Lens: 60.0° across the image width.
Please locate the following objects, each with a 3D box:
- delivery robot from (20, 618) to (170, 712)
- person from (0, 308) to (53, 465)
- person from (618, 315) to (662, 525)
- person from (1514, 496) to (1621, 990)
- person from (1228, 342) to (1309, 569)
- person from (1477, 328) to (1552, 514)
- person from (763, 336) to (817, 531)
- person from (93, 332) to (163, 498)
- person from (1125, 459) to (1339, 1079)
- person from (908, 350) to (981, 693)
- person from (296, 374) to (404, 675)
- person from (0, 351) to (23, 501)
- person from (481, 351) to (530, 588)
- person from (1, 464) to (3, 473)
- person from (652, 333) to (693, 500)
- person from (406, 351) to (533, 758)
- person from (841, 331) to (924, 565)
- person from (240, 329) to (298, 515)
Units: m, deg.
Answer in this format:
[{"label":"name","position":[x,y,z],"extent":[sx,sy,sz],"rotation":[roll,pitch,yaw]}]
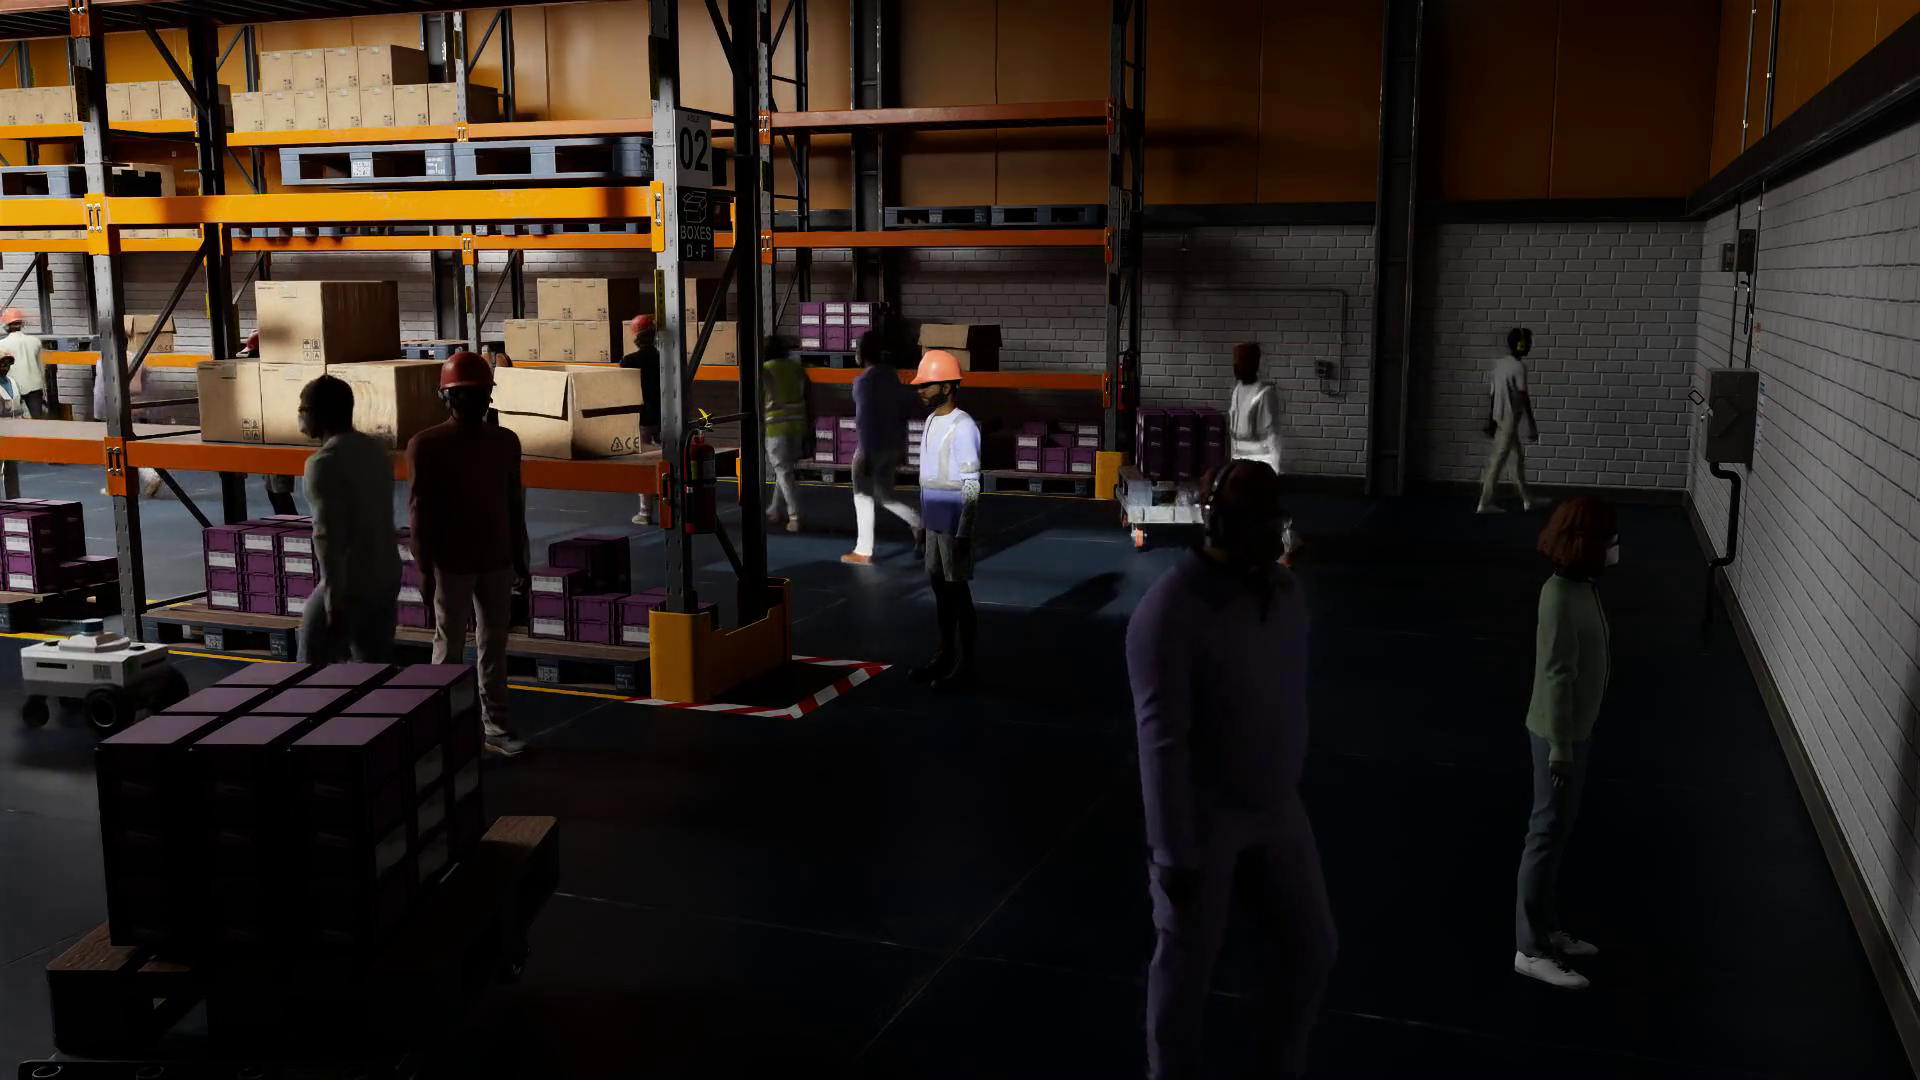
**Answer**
[{"label":"delivery robot","position":[-4.524,0.655,8.702],"extent":[0.707,0.478,0.477],"rotation":[2,9,12]},{"label":"person","position":[-11.607,-1.901,20.669],"extent":[0.912,1.963,0.612],"rotation":[6,11,32]},{"label":"person","position":[-2.897,-1.119,15.713],"extent":[0.688,1.980,0.477],"rotation":[-6,11,-35]},{"label":"person","position":[2.043,0.660,5.587],"extent":[0.267,1.632,0.509],"rotation":[5,10,27]},{"label":"person","position":[2.340,-0.607,12.846],"extent":[0.645,1.859,0.628],"rotation":[-4,10,-23]},{"label":"person","position":[5.536,-1.162,16.391],"extent":[0.900,1.828,0.566],"rotation":[-1,9,-6]},{"label":"person","position":[-1.690,-0.995,15.471],"extent":[0.648,1.789,0.935],"rotation":[-8,12,-41]},{"label":"person","position":[-8.815,-1.337,17.582],"extent":[0.852,1.812,0.623],"rotation":[2,9,11]},{"label":"person","position":[0.761,0.734,4.335],"extent":[0.669,1.883,0.663],"rotation":[-7,12,-39]},{"label":"person","position":[-0.100,-0.104,9.436],"extent":[0.373,1.934,0.552],"rotation":[-4,10,-25]},{"label":"person","position":[-2.728,0.219,7.460],"extent":[0.466,1.918,0.639],"rotation":[2,9,12]},{"label":"person","position":[-9.196,-1.000,15.993],"extent":[0.310,1.640,0.514],"rotation":[2,9,12]},{"label":"person","position":[-3.166,-0.385,11.529],"extent":[0.429,1.837,0.628],"rotation":[-2,9,-10]},{"label":"person","position":[-11.587,-1.644,19.713],"extent":[0.487,1.744,0.294],"rotation":[-1,9,-6]},{"label":"person","position":[-3.038,-1.319,17.396],"extent":[0.600,1.830,0.403],"rotation":[5,10,27]},{"label":"person","position":[-2.339,0.097,7.986],"extent":[0.375,1.997,0.612],"rotation":[8,12,40]},{"label":"person","position":[-0.592,-0.721,13.411],"extent":[0.756,1.917,0.631],"rotation":[5,10,27]},{"label":"person","position":[-5.464,-0.704,13.199],"extent":[0.365,1.935,0.552],"rotation":[-6,11,-35]}]
